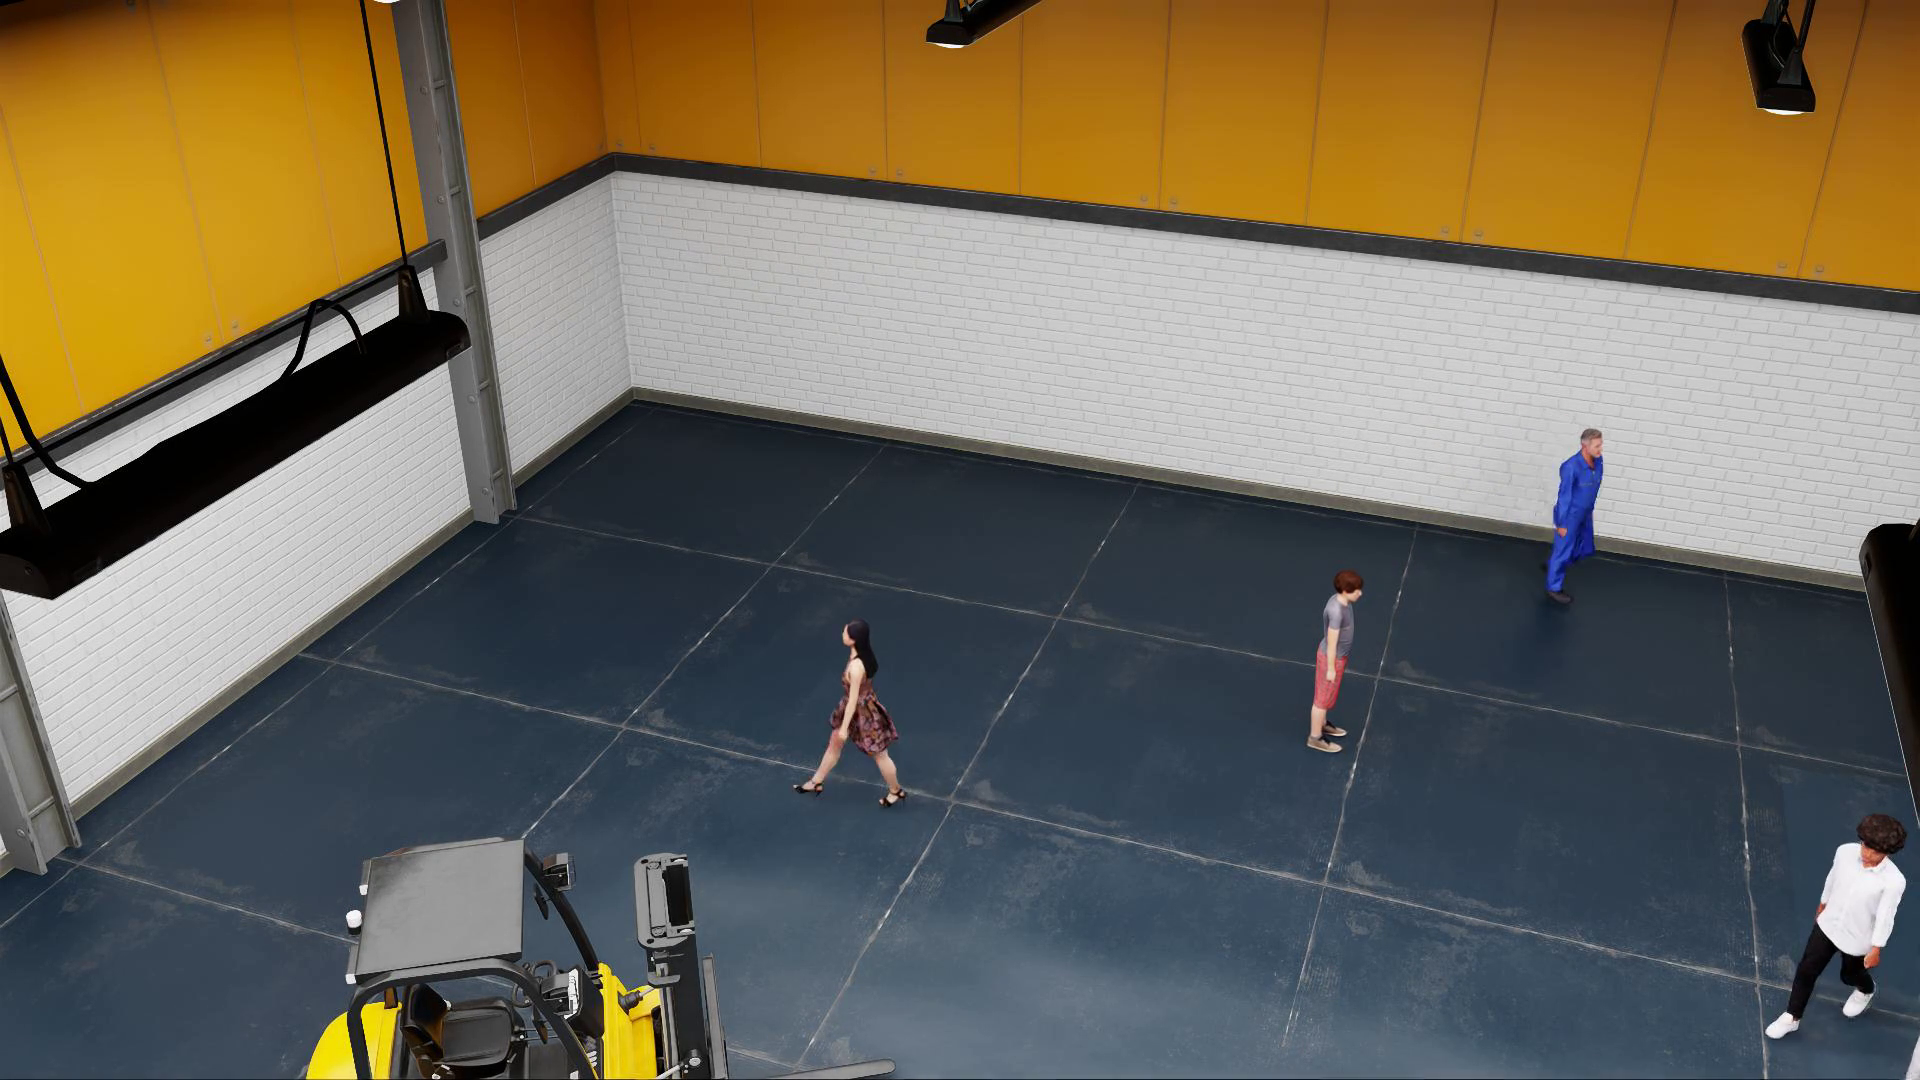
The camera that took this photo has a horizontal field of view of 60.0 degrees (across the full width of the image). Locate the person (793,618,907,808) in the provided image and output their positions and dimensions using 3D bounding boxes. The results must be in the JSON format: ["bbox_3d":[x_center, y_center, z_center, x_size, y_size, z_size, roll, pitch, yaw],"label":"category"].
[{"bbox_3d":[-0.671,1.395,12.828,0.896,1.729,1.136,1,29,2],"label":"person"}]

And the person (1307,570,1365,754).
[{"bbox_3d":[3.065,0.965,13.703,0.642,1.647,0.483,12,31,21],"label":"person"}]

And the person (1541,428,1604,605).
[{"bbox_3d":[5.751,-0.273,15.799,0.875,1.813,0.960,-20,34,-32],"label":"person"}]

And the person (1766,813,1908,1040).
[{"bbox_3d":[5.824,2.490,10.776,1.195,1.771,1.105,-15,32,-25],"label":"person"}]
